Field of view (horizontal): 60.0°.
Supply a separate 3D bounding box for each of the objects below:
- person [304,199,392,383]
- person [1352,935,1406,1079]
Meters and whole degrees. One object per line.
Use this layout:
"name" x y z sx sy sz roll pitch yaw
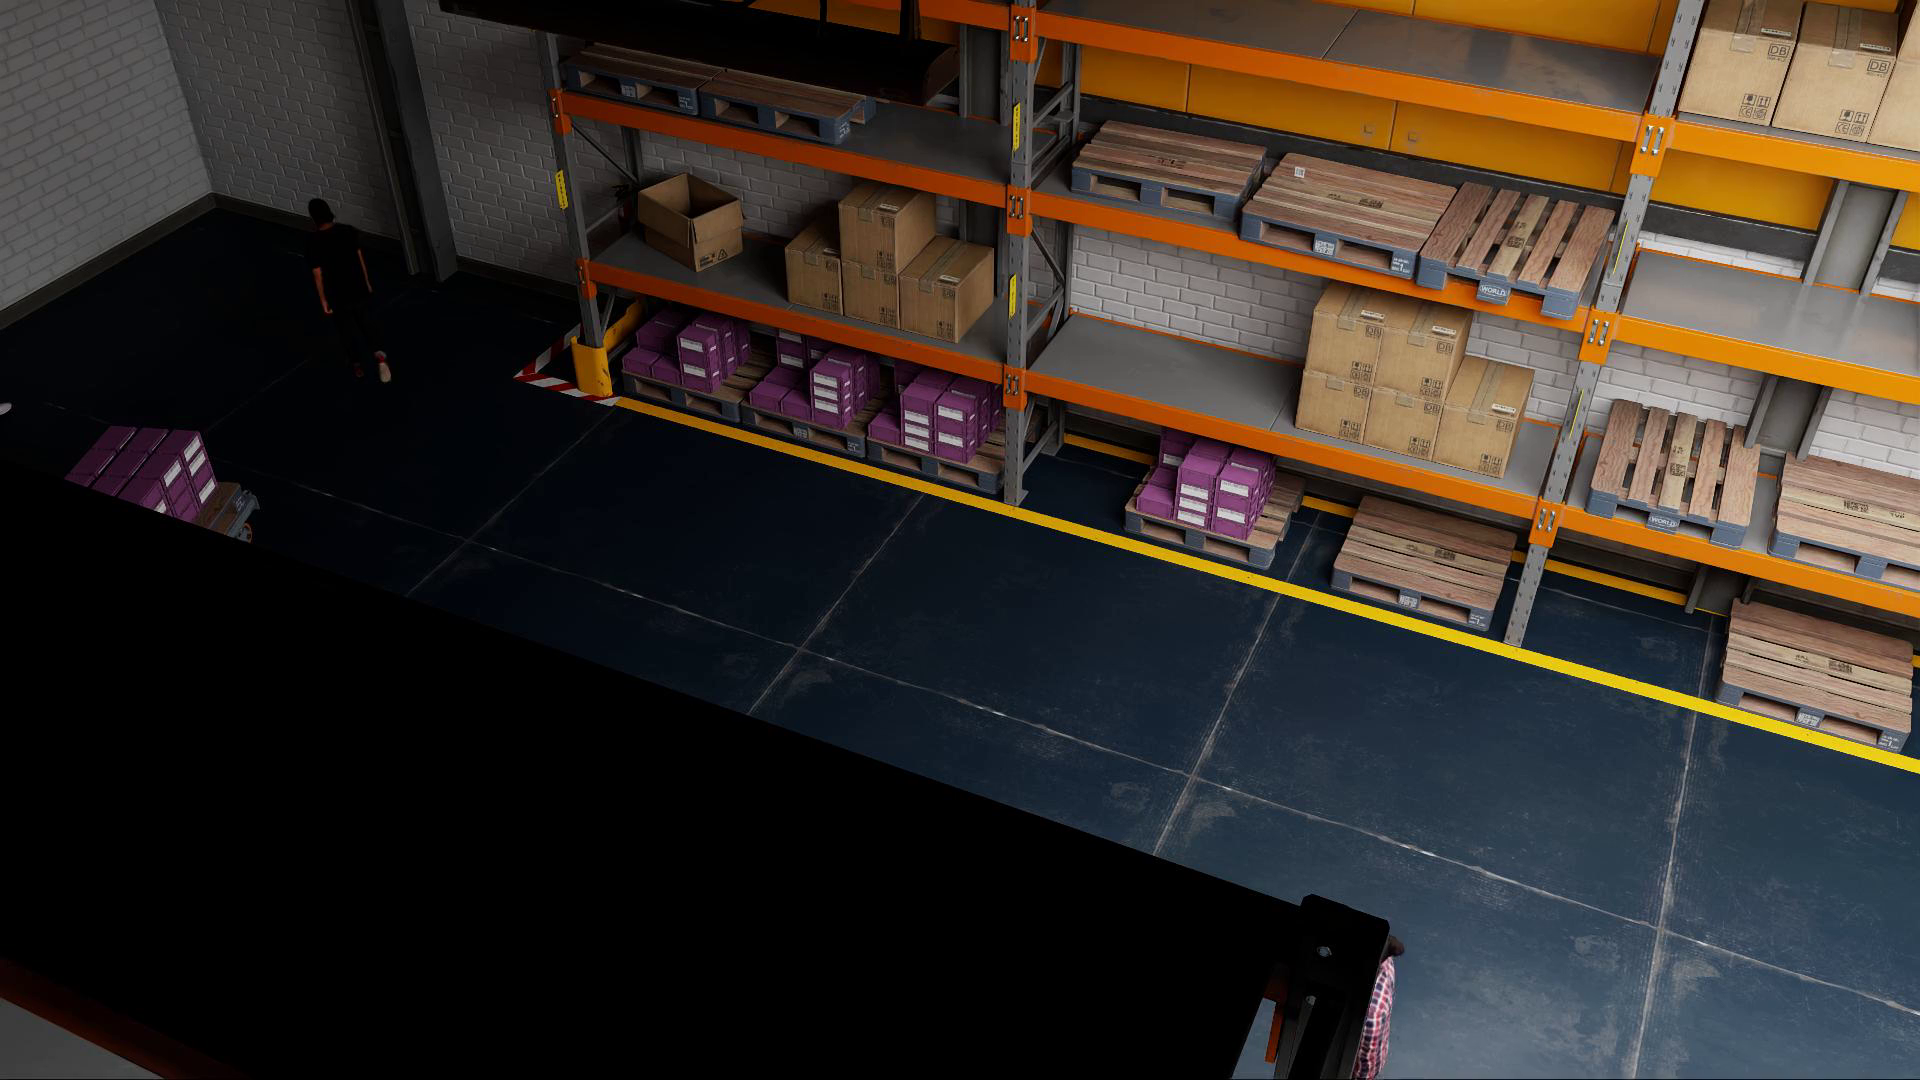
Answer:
"person" -5.279 -2.116 14.380 0.912 1.740 1.062 -25 45 -27
"person" 2.081 2.591 8.479 0.880 1.750 0.822 9 39 11
